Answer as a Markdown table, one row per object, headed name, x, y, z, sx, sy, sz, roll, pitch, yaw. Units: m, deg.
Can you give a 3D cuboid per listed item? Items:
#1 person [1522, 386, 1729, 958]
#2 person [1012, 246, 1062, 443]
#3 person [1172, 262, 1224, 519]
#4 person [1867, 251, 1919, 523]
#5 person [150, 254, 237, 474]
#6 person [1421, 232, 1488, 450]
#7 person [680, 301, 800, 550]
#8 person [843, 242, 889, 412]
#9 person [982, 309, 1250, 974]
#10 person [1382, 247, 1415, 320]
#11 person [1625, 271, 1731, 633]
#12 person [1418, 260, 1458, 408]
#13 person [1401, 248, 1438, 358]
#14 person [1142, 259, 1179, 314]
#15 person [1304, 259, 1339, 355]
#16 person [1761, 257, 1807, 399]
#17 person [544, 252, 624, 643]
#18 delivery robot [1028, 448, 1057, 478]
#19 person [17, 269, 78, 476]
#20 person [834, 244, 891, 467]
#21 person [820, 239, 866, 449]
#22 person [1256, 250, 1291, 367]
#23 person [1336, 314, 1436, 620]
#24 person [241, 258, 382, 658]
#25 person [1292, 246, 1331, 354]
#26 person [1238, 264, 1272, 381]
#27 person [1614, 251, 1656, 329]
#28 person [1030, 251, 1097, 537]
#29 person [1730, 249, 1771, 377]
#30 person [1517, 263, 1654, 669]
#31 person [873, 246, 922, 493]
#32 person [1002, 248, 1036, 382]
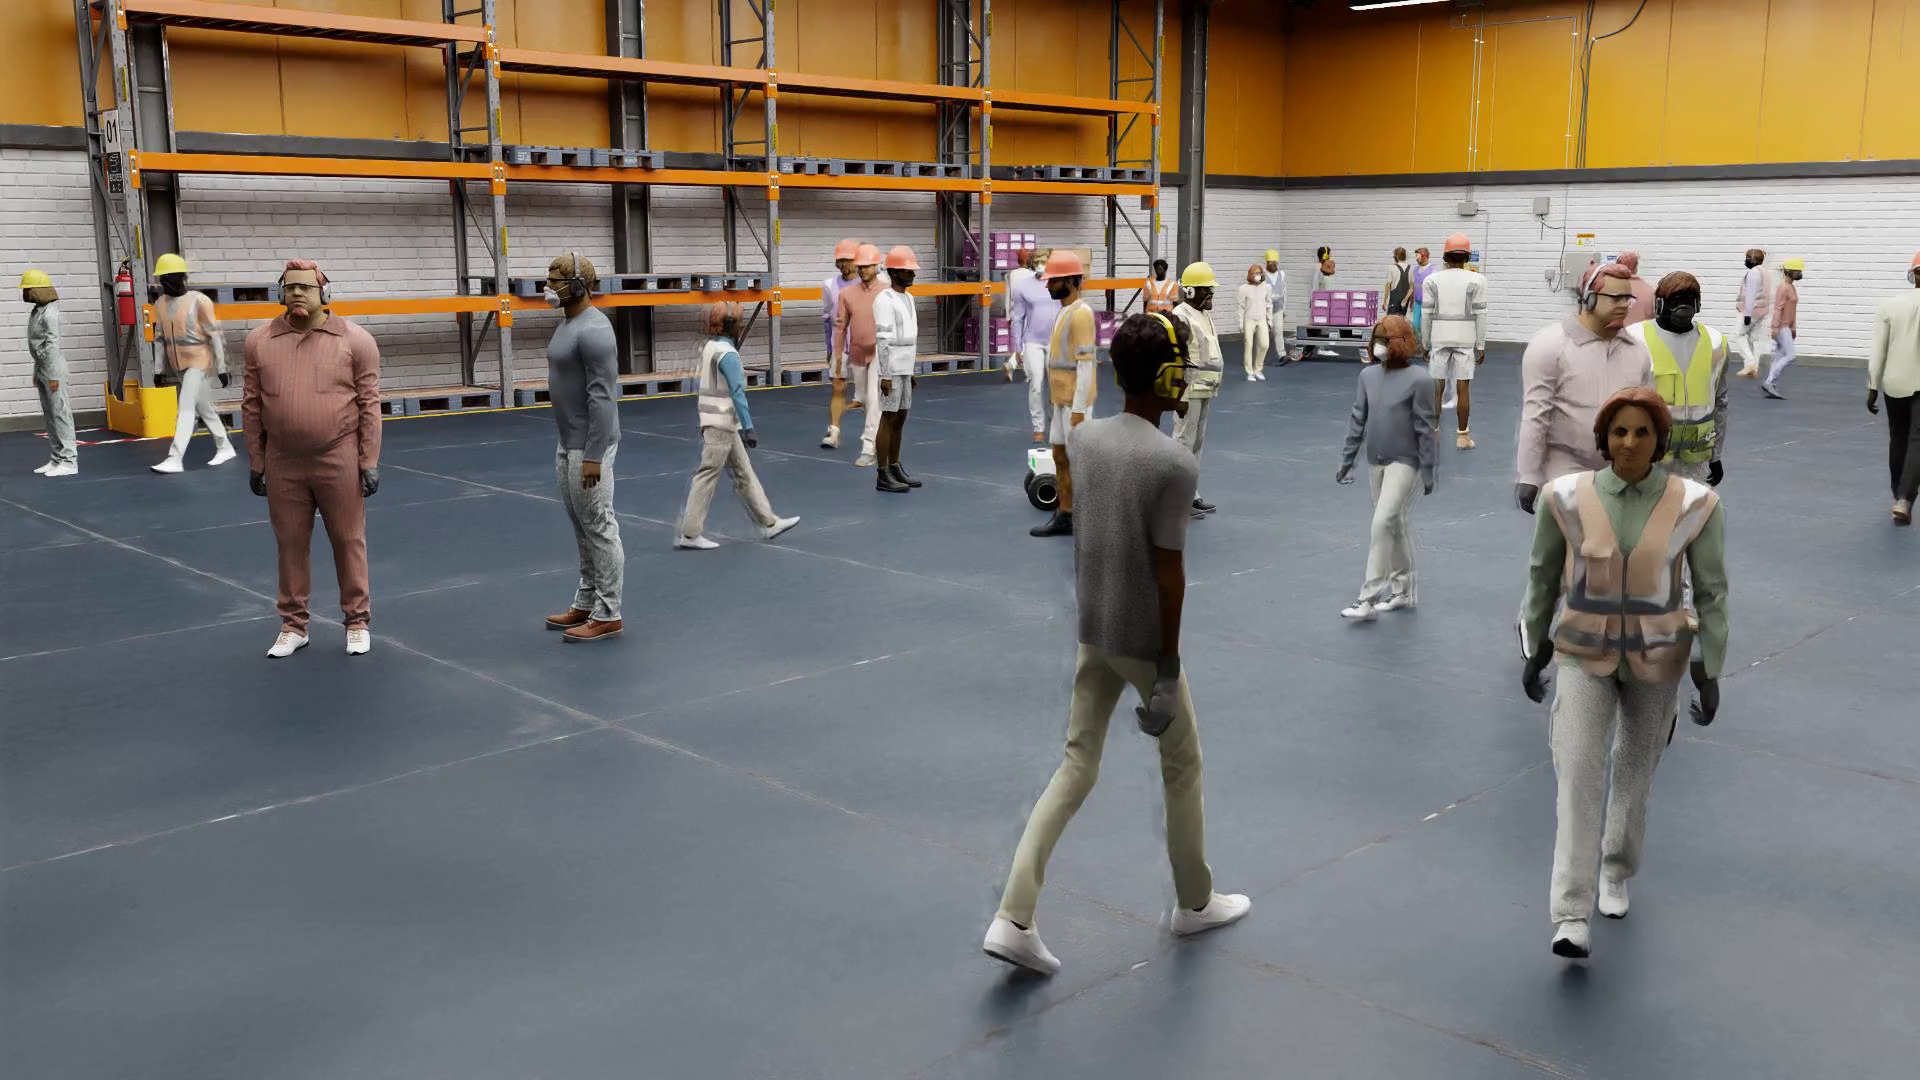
| name | x | y | z | sx | sy | sz | roll | pitch | yaw |
| --- | --- | --- | --- | --- | --- | --- | --- | --- | --- |
| person | 1.863 | 0.375 | 4.685 | 0.541 | 1.591 | 0.831 | 4 | 11 | 20 |
| person | 0.822 | -1.904 | 16.255 | 0.644 | 1.916 | 0.477 | 1 | 10 | 5 |
| person | 1.690 | -1.076 | 11.981 | 0.404 | 1.830 | 0.603 | 5 | 11 | 25 |
| person | 6.849 | -1.112 | 11.881 | 0.639 | 1.948 | 1.030 | 8 | 13 | 36 |
| person | -6.667 | -1.528 | 14.361 | 0.598 | 1.865 | 1.021 | 4 | 11 | 23 |
| person | 4.661 | -1.868 | 15.714 | 0.607 | 2.048 | 0.365 | 5 | 12 | 27 |
| person | -1.441 | -0.734 | 10.738 | 0.854 | 1.589 | 0.546 | -3 | 11 | -18 |
| person | -1.089 | -2.442 | 19.142 | 0.631 | 1.940 | 0.372 | 10 | 14 | 42 |
| person | 0.429 | 0.287 | 4.590 | 0.937 | 1.826 | 0.532 | -9 | 14 | -41 |
| person | 7.449 | -4.029 | 28.104 | 0.551 | 1.821 | 0.564 | -2 | 11 | -12 |
| person | 3.598 | -0.438 | 8.478 | 0.627 | 1.844 | 0.429 | 0 | 10 | 0 |
| person | 5.601 | -2.419 | 19.299 | 0.834 | 1.832 | 0.540 | -5 | 12 | -26 |
| person | 7.632 | -3.922 | 27.559 | 0.559 | 1.808 | 0.583 | -3 | 11 | -14 |
| person | 2.960 | -3.315 | 24.609 | 0.540 | 1.682 | 0.540 | 3 | 11 | 14 |
| person | 6.127 | -3.915 | 28.053 | 0.515 | 1.622 | 0.507 | 0 | 10 | -2 |
| person | 10.160 | -2.596 | 20.471 | 0.393 | 1.751 | 0.542 | 8 | 13 | 37 |
| person | -1.890 | -0.460 | 8.331 | 0.372 | 1.940 | 0.627 | -5 | 12 | -26 |
| delivery robot | 0.867 | -0.563 | 12.413 | 0.707 | 0.478 | 0.477 | 0 | 10 | -1 |
| person | -7.716 | -1.405 | 14.044 | 0.319 | 1.742 | 0.488 | -9 | 14 | -40 |
| person | -0.789 | -1.671 | 14.913 | 0.631 | 1.958 | 0.976 | 3 | 11 | 16 |
| person | -1.033 | -1.876 | 15.951 | 0.630 | 1.983 | 1.065 | 3 | 11 | 16 |
| person | 4.810 | -3.570 | 25.696 | 0.625 | 1.781 | 0.922 | -2 | 11 | -13 |
| person | 2.195 | -0.373 | 8.771 | 0.748 | 1.606 | 0.514 | -6 | 12 | -29 |
| person | -3.111 | -0.385 | 7.997 | 0.641 | 1.913 | 0.408 | -1 | 10 | -7 |
| person | 5.998 | -4.062 | 28.262 | 0.705 | 1.840 | 0.540 | -3 | 11 | -13 |
| person | 4.096 | -3.003 | 23.051 | 0.532 | 1.617 | 0.393 | -2 | 11 | -10 |
| person | 6.270 | -1.807 | 15.894 | 0.677 | 1.859 | 0.951 | -2 | 11 | -11 |
| person | 0.783 | -0.936 | 11.027 | 0.613 | 1.927 | 0.559 | -2 | 11 | -10 |
| person | 11.258 | -3.219 | 23.666 | 0.450 | 1.829 | 0.659 | 9 | 14 | 41 |
| person | 2.864 | -0.299 | 7.558 | 0.677 | 1.894 | 0.413 | -3 | 11 | -18 |
| person | -0.476 | -1.352 | 13.197 | 0.379 | 1.937 | 0.548 | 4 | 11 | 21 |
| person | 0.838 | -3.071 | 22.807 | 0.583 | 1.859 | 0.836 | 9 | 13 | 39 |
